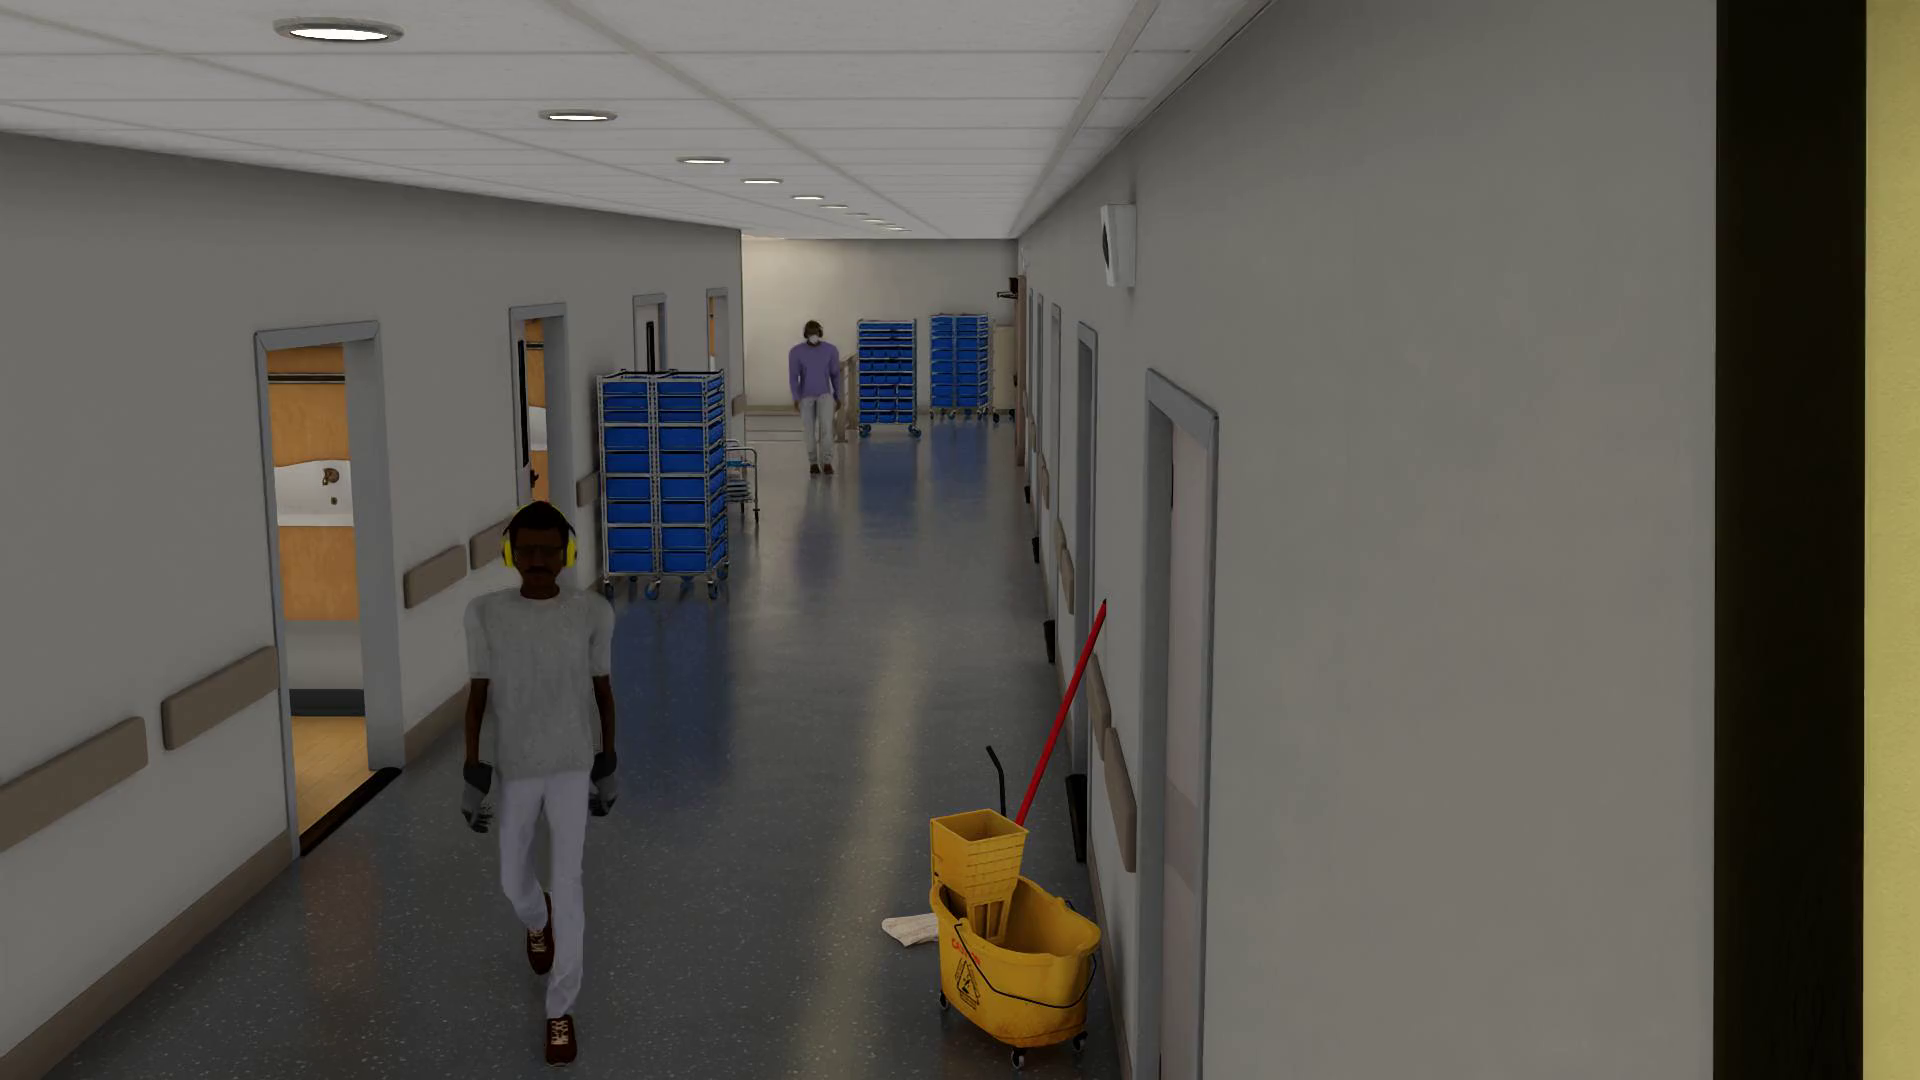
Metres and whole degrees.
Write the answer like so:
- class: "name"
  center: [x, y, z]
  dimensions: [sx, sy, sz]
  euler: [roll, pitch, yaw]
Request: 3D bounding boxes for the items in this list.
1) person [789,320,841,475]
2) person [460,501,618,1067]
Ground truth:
- class: "person"
  center: [-1.771, -1.739, 20.460]
  dimensions: [0.643, 1.905, 0.837]
  euler: [-1, 10, -9]
- class: "person"
  center: [-1.428, 0.765, 5.677]
  dimensions: [0.523, 1.849, 0.784]
  euler: [-2, 10, -11]
